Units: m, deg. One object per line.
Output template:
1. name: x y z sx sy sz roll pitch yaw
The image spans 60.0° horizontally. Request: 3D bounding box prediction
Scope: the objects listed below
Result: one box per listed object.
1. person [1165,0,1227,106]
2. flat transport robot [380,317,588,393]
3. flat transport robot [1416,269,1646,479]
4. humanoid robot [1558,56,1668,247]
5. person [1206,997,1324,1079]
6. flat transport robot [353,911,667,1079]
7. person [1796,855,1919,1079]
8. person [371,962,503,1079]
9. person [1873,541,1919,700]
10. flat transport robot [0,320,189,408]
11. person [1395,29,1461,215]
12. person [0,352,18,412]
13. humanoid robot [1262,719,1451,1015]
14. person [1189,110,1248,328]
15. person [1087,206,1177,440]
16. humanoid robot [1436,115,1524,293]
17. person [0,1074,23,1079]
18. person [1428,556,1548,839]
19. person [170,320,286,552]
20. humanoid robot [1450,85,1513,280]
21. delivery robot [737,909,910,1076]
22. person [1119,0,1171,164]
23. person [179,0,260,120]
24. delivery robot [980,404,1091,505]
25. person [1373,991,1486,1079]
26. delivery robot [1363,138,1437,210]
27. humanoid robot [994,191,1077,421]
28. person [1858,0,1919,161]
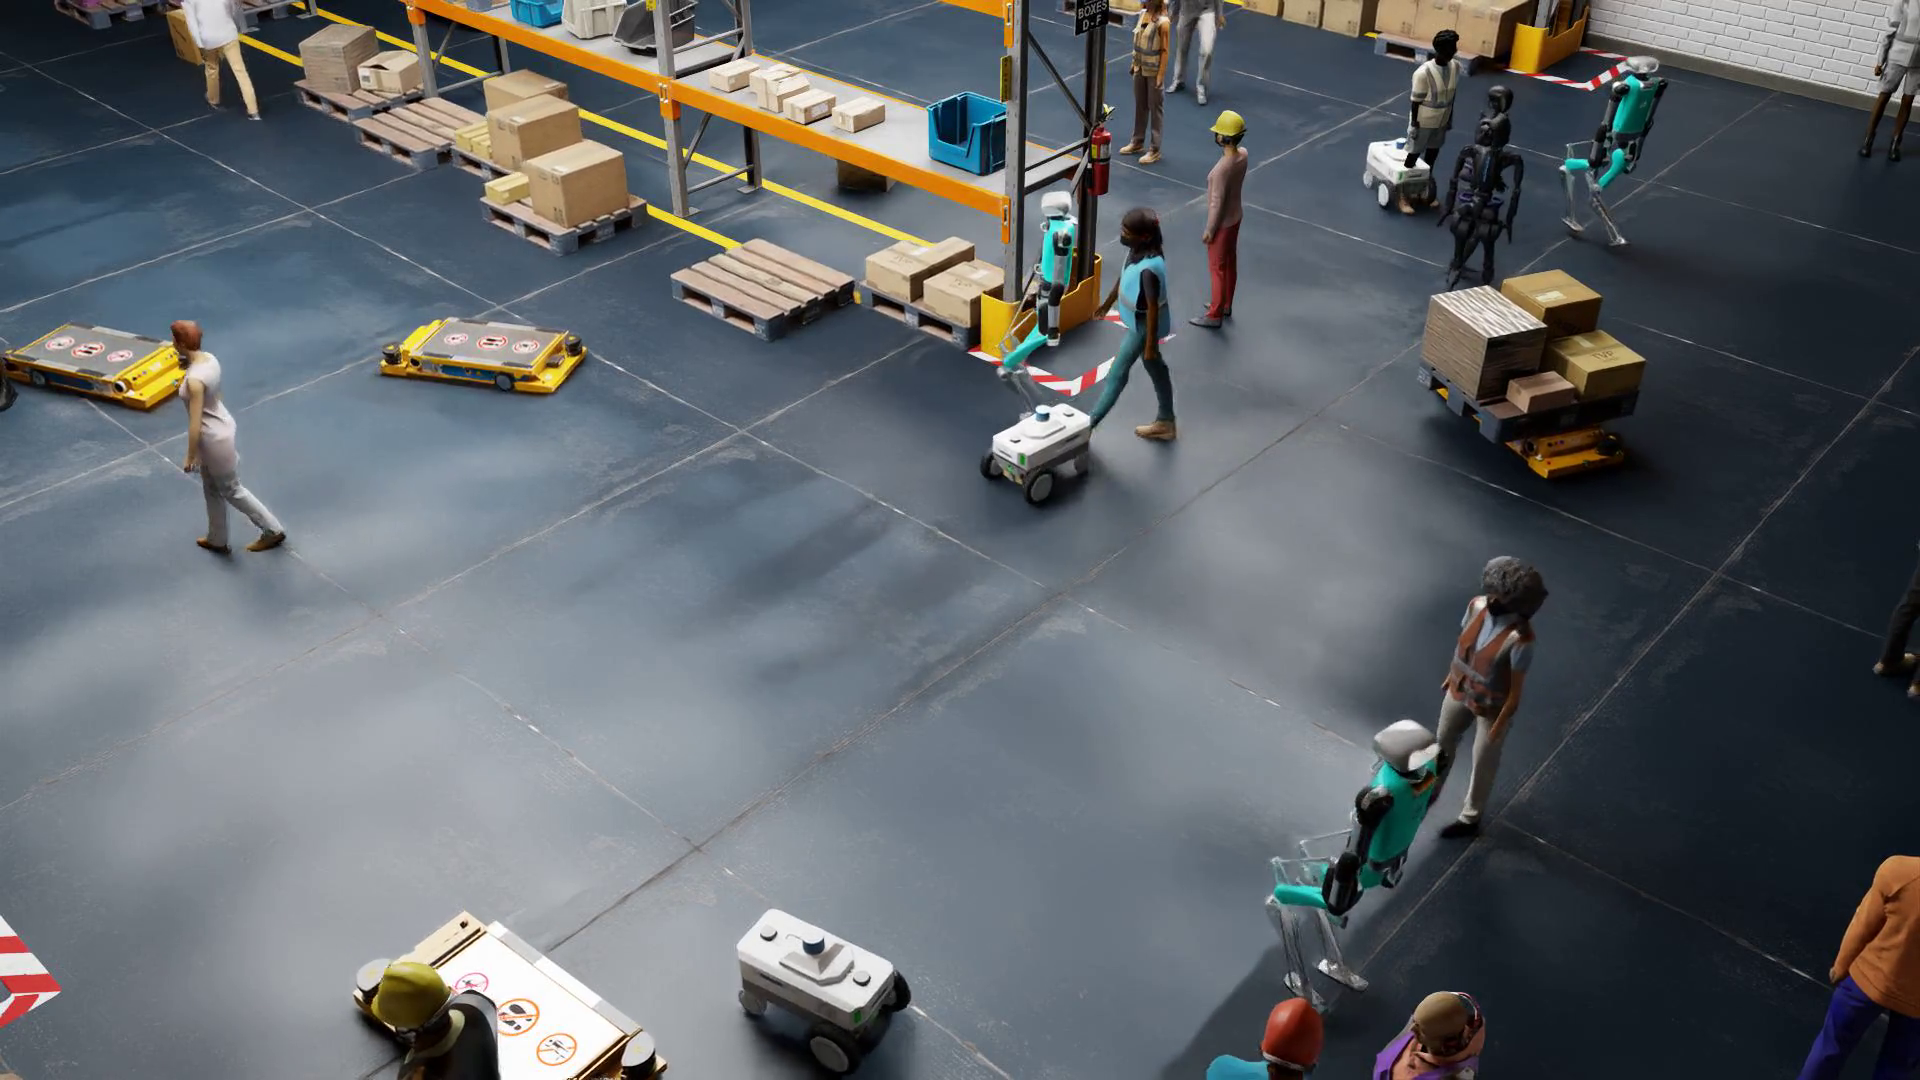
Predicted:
1. person: 2.480 -5.515 17.399 0.651 1.861 0.740 6 35 8
2. flat transport robot: -3.691 -1.441 12.898 1.431 0.231 0.659 8 35 11
3. flat transport robot: 4.126 -0.928 12.154 0.659 0.231 1.431 -12 36 -17
4. humanoid robot: 5.593 -3.387 14.425 0.549 1.732 1.015 -12 36 -17
5. person: 1.180 2.285 6.201 0.578 1.735 0.576 17 38 23
6. flat transport robot: -2.075 2.216 7.600 1.431 0.231 0.659 24 41 31
7. person: 3.819 1.786 6.726 0.520 1.973 0.399 19 39 25
8. person: -1.876 2.240 6.203 0.403 1.818 0.599 6 35 8
9. person: 5.586 0.075 9.317 0.363 1.843 0.510 -12 37 -17
10. flat transport robot: -6.594 -1.355 12.773 1.431 0.231 0.659 12 36 17
11. person: 4.254 -3.787 15.047 0.535 1.692 0.319 -19 39 -26
12. person: -7.283 -1.755 11.913 0.576 1.914 0.457 -1 35 -1
13. humanoid robot: 1.678 1.395 7.417 0.530 1.705 0.742 -27 43 -34
14. person: 2.069 -2.532 13.161 0.308 1.768 0.524 18 38 24
15. person: 1.142 -1.484 11.585 0.944 1.822 0.543 1 35 2
16. humanoid robot: 4.169 -2.625 13.404 0.609 1.642 0.540 14 37 20
17. person: -3.192 2.499 5.962 0.488 1.659 0.343 -8 35 -12
18. person: 2.618 0.795 8.408 0.340 1.683 0.445 -21 40 -27
19. person: -4.717 -0.618 10.505 0.587 1.628 0.512 -8 35 -11
20. humanoid robot: 4.382 -2.993 13.911 0.327 1.654 0.592 23 41 29
21. delivery robot: -0.641 2.032 7.632 0.812 0.614 0.499 19 39 25
22. person: 1.810 -4.524 16.040 0.318 1.772 0.461 -20 39 -27
23. person: -7.635 -5.186 17.070 0.553 1.689 0.953 -24 41 -31
24. delivery robot: 0.547 -0.629 11.486 0.807 0.613 0.499 -27 43 -34
25. person: 1.705 2.280 6.252 0.348 1.693 0.479 -4 35 -6
26. delivery robot: 4.098 -3.449 15.554 0.499 0.593 0.789 -8 35 -12
27. humanoid robot: 0.478 -1.590 11.858 0.655 1.840 0.548 0 35 -1
28. person: 9.161 -4.633 16.069 0.546 1.926 0.388 13 37 17
